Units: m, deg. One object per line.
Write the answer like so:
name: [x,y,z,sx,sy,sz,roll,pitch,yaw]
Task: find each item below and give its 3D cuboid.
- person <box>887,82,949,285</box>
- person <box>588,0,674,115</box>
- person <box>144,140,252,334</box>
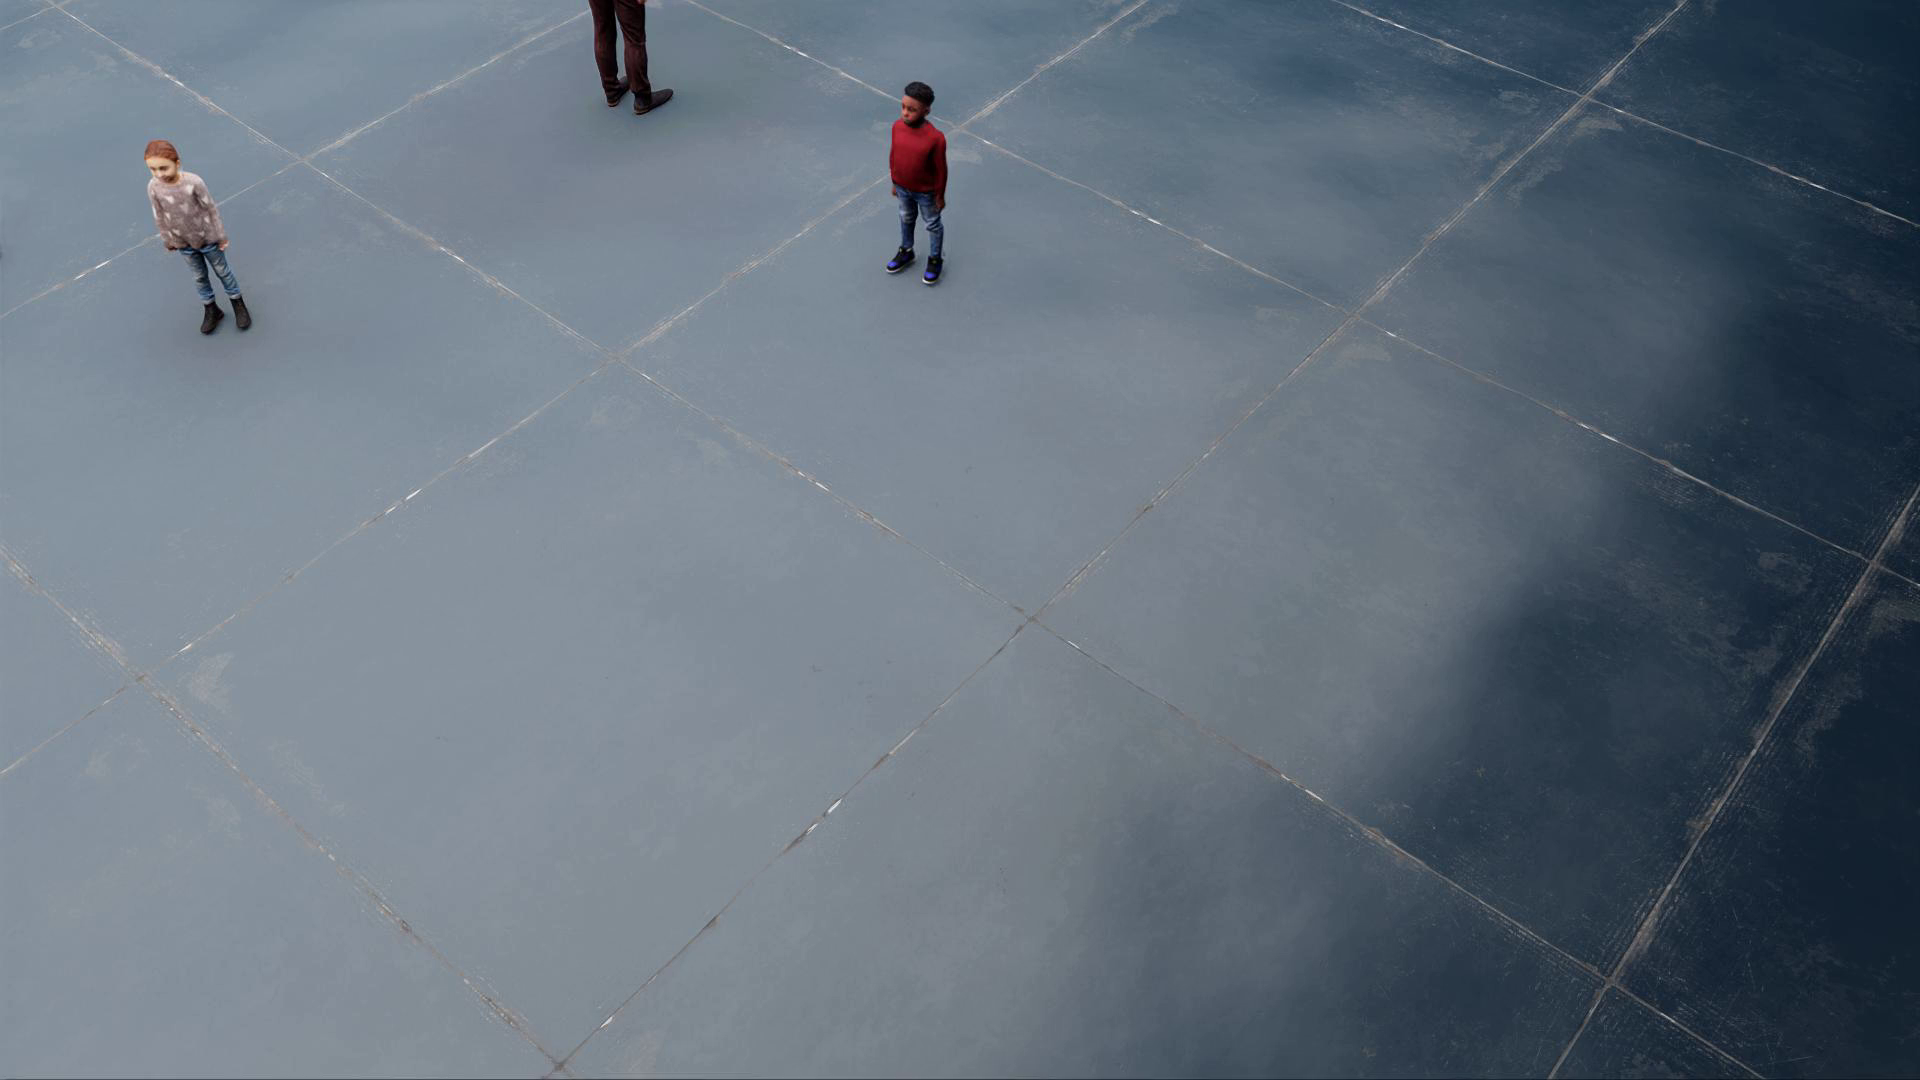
person: [-0.233,-2.049,9.486,0.538,1.255,0.528,22,51,19]
person: [-2.201,-3.563,10.471,0.738,1.865,0.684,20,50,17]
person: [-4.231,-1.693,9.198,0.550,1.194,0.621,-7,48,-7]
